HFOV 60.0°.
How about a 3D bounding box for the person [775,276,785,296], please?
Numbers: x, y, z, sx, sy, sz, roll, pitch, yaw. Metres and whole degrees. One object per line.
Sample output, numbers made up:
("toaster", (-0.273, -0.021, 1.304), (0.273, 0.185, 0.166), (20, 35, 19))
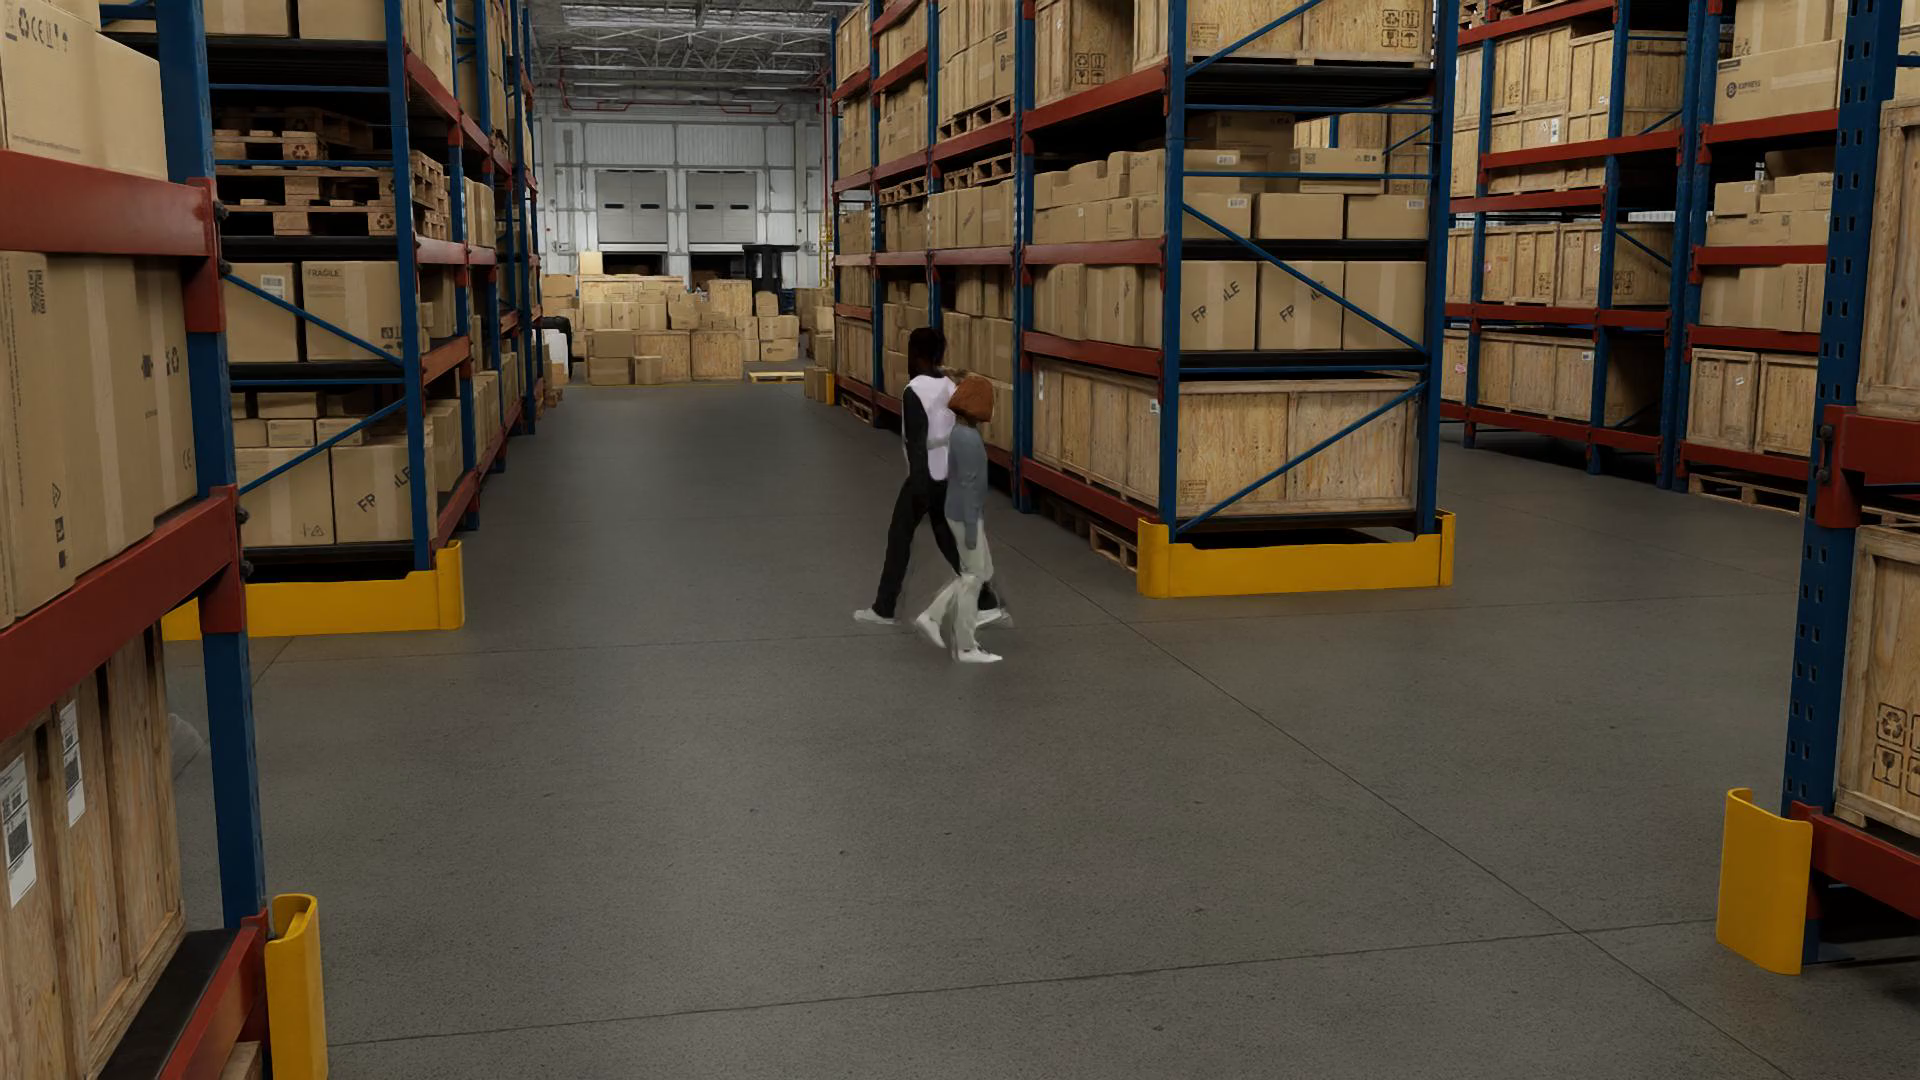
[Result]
("person", (-6.471, -8.413, 59.035), (0.691, 1.912, 0.627), (-8, 12, -39))

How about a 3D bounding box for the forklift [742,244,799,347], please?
("forklift", (-5.434, -6.559, 44.801), (1.873, 2.768, 1.129), (-9, 13, -44))

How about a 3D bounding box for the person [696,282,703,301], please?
("person", (-10.599, -9.670, 67.544), (0.309, 1.639, 0.514), (-2, 9, -11))

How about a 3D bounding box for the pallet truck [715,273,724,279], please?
("pallet truck", (-8.580, -8.986, 62.280), (1.885, 1.965, 0.823), (1, 9, 5))

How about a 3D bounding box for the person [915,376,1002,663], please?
("person", (0.020, -0.108, 9.300), (0.415, 1.618, 0.523), (-1, 9, -3))

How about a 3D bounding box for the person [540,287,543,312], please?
("person", (-13.398, -7.342, 52.441), (0.631, 1.940, 0.372), (3, 10, 18))

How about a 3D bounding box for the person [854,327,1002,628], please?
("person", (-0.167, -0.376, 10.249), (0.959, 1.861, 0.640), (4, 10, 25))
